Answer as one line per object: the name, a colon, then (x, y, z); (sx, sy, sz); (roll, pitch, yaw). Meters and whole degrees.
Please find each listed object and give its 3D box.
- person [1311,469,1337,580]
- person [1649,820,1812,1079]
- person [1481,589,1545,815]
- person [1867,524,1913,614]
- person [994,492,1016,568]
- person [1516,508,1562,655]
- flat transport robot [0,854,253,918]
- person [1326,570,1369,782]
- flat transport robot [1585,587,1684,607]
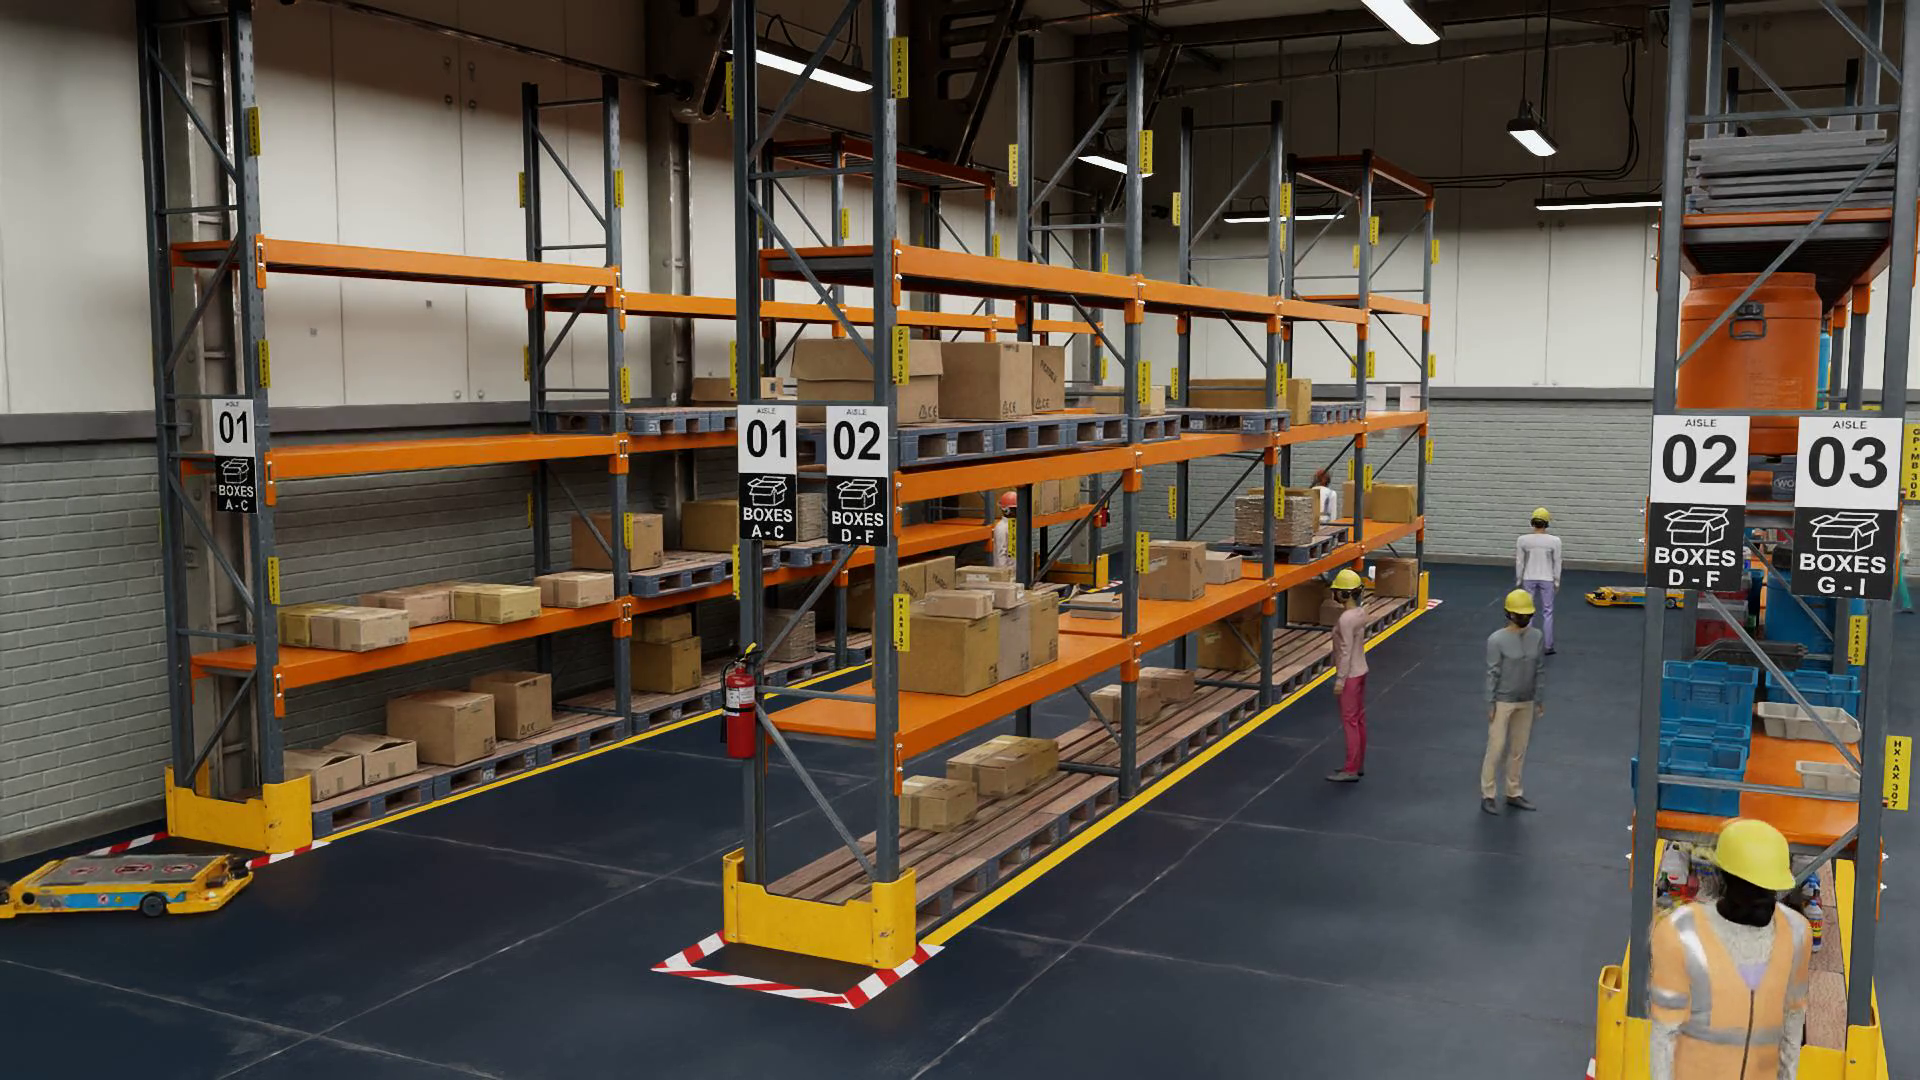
person: (5.706, -0.187, 26.174); (0.566, 1.865, 0.586); (4, 7, 36)
person: (2.676, 1.886, 5.808); (0.598, 1.908, 0.498); (0, 6, -4)
person: (4.273, 1.242, 12.801); (0.533, 1.759, 0.370); (-2, 6, -21)
person: (12.941, 0.194, 23.177); (0.841, 1.712, 0.535); (0, 6, 1)
person: (0.583, 0.423, 19.594); (0.393, 1.992, 0.622); (1, 6, 13)
person: (6.950, 0.496, 19.987); (0.524, 1.769, 0.325); (3, 7, 27)
flat transport robot: (-5.366, 2.199, 10.623); (1.431, 0.197, 0.652); (-1, 6, -5)
person: (3.224, 1.128, 13.842); (0.319, 1.769, 0.523); (3, 7, 28)
flat transport robot: (9.858, 0.818, 24.045); (1.431, 0.197, 0.652); (1, 6, 10)
